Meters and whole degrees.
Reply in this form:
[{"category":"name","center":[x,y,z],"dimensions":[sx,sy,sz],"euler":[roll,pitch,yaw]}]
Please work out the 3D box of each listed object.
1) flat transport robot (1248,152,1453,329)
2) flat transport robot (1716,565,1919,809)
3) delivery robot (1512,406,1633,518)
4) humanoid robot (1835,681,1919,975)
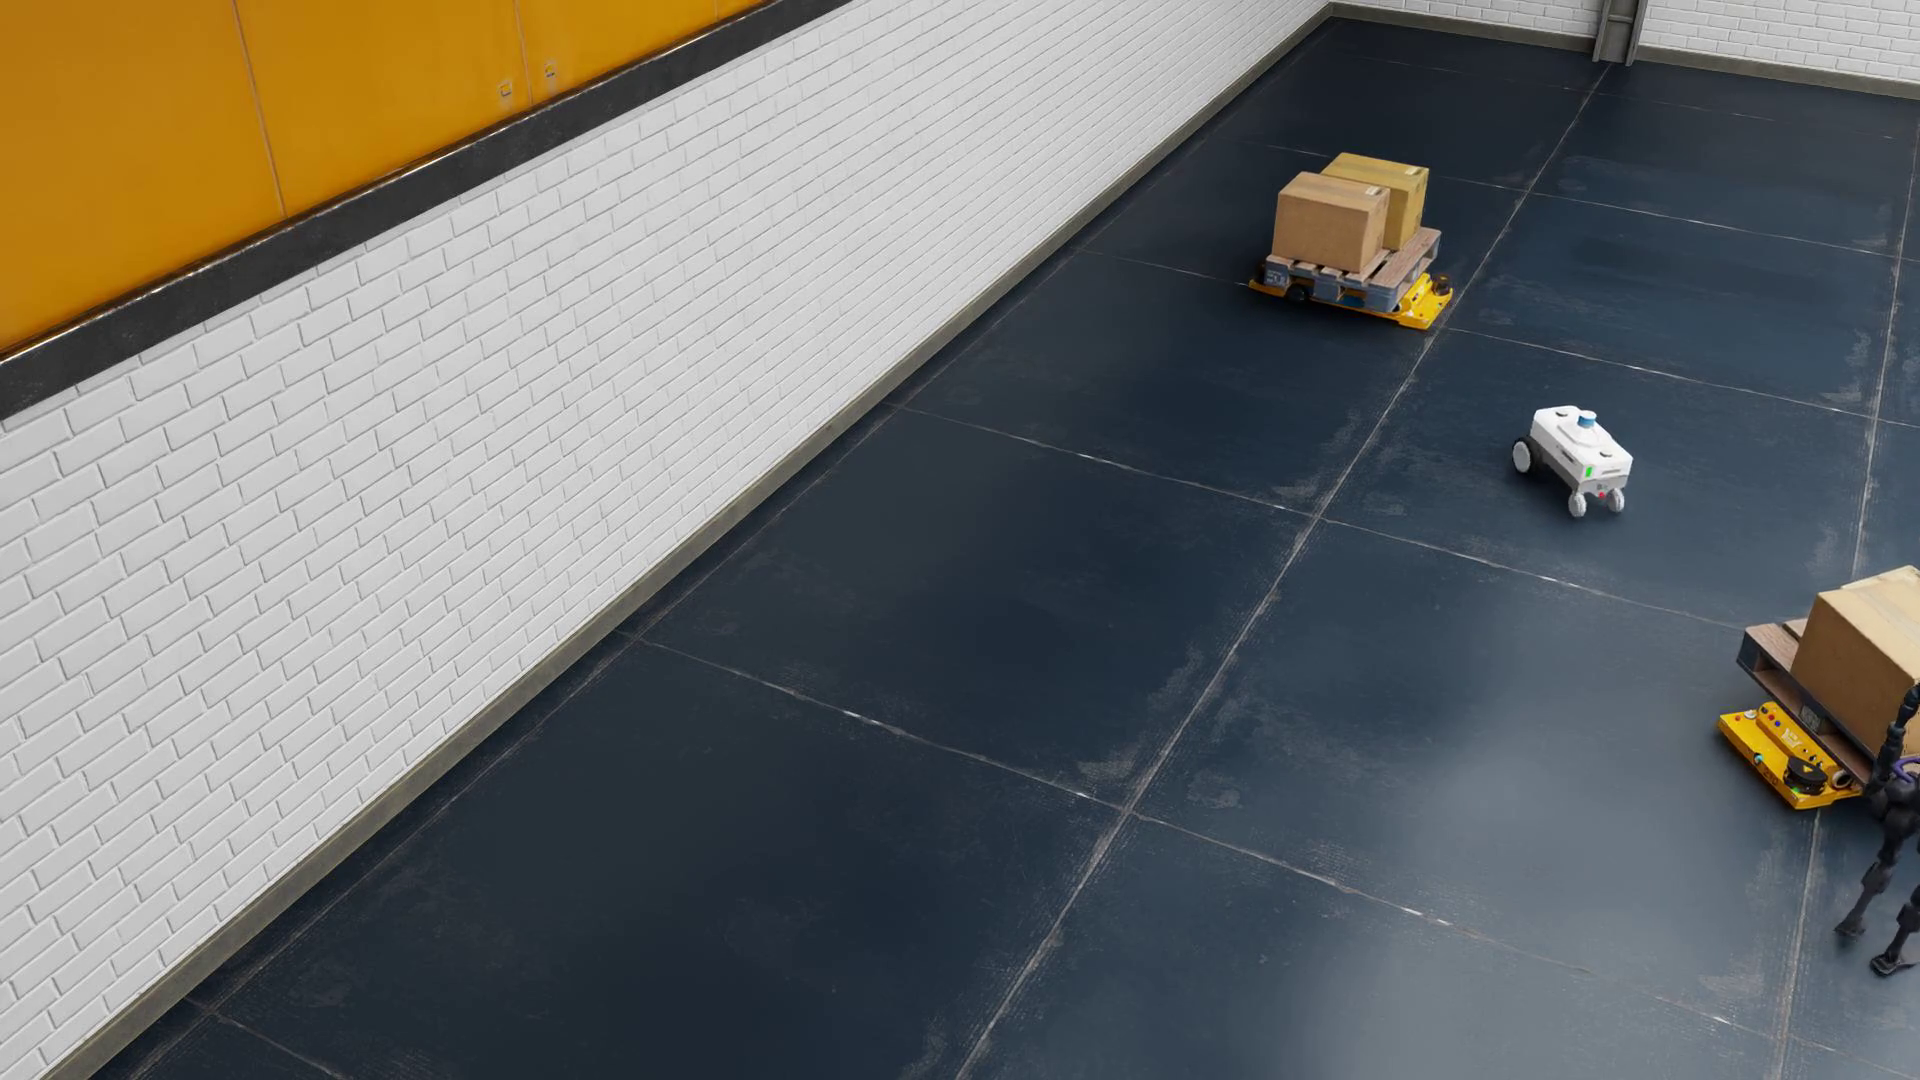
[{"category":"flat transport robot","center":[3.040,-1.993,12.943],"dimensions":[1.431,0.231,0.659],"euler":[18,38,25]},{"category":"flat transport robot","center":[4.708,0.991,8.503],"dimensions":[1.431,0.231,0.659],"euler":[-8,35,-11]},{"category":"delivery robot","center":[3.909,-0.548,10.521],"dimensions":[0.499,0.577,0.769],"euler":[-8,35,-11]},{"category":"humanoid robot","center":[4.107,1.133,7.028],"dimensions":[0.352,1.645,0.589],"euler":[-21,39,-28]}]
